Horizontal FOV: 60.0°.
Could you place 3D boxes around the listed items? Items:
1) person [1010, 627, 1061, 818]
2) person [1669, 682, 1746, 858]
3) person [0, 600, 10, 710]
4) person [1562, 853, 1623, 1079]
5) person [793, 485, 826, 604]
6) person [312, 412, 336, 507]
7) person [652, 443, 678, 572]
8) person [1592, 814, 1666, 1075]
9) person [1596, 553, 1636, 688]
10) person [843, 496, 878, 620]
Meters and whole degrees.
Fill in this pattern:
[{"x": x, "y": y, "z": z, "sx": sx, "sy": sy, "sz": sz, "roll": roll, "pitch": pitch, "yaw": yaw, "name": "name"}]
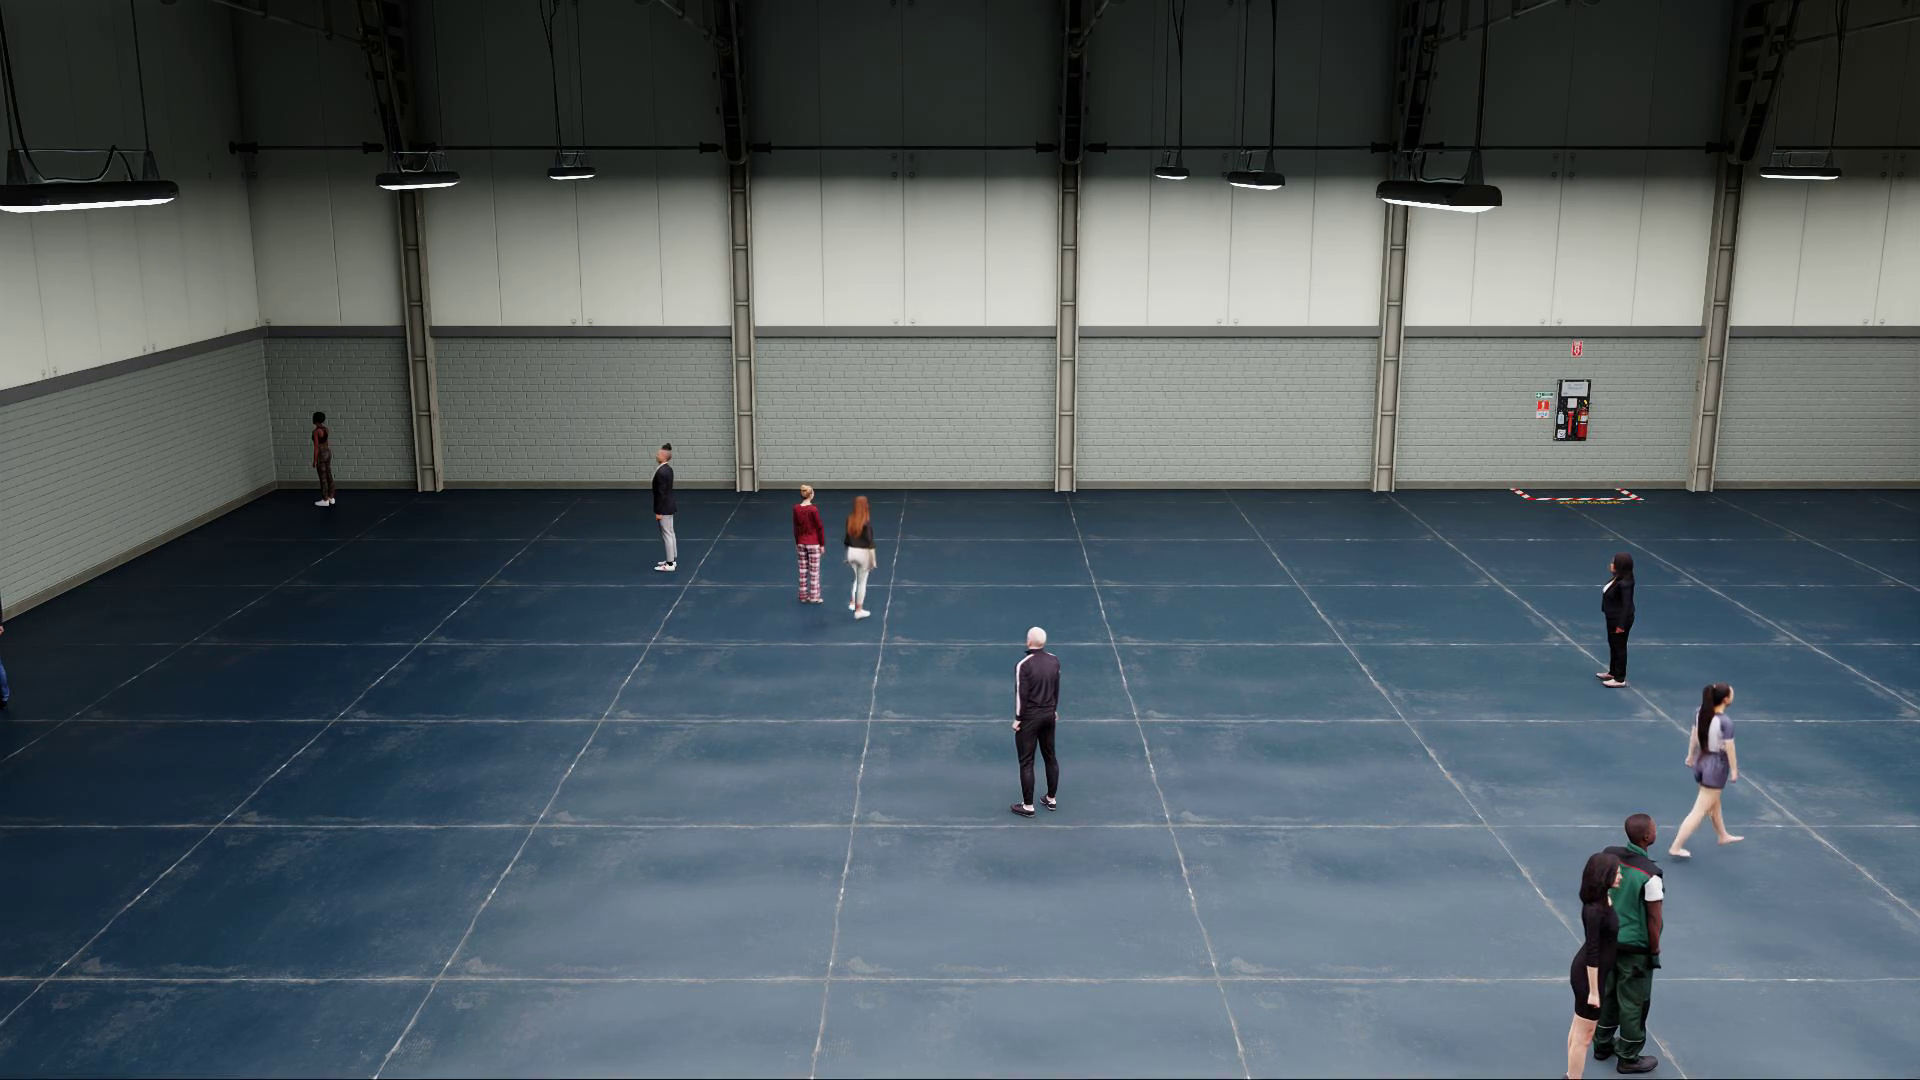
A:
[{"x": 0.739, "y": 1.720, "z": 15.853, "sx": 0.722, "sy": 1.837, "sz": 0.818, "roll": -9, "pitch": 16, "yaw": -35, "name": "person"}, {"x": 6.606, "y": 2.083, "z": 14.802, "sx": 1.109, "sy": 1.603, "sz": 0.762, "roll": -3, "pitch": 13, "yaw": -12, "name": "person"}, {"x": -11.080, "y": 1.017, "z": 18.770, "sx": 0.779, "sy": 1.892, "sz": 0.763, "roll": 9, "pitch": 16, "yaw": 35, "name": "person"}, {"x": 4.121, "y": 2.888, "z": 10.878, "sx": 0.618, "sy": 1.807, "sz": 0.652, "roll": 5, "pitch": 14, "yaw": 22, "name": "person"}, {"x": -2.125, "y": 0.048, "z": 23.384, "sx": 0.605, "sy": 1.697, "sz": 0.742, "roll": 7, "pitch": 15, "yaw": 27, "name": "person"}, {"x": -11.490, "y": -1.479, "z": 29.973, "sx": 0.592, "sy": 1.700, "sz": 0.620, "roll": 3, "pitch": 13, "yaw": 12, "name": "person"}, {"x": -4.471, "y": -0.513, "z": 25.262, "sx": 0.573, "sy": 1.943, "sz": 0.693, "roll": 0, "pitch": 13, "yaw": 1, "name": "person"}, {"x": 4.592, "y": 2.745, "z": 11.421, "sx": 0.754, "sy": 1.839, "sz": 0.773, "roll": -6, "pitch": 14, "yaw": -23, "name": "person"}, {"x": 7.822, "y": 0.935, "z": 19.734, "sx": 0.652, "sy": 1.617, "sz": 0.680, "roll": 2, "pitch": 13, "yaw": 7, "name": "person"}, {"x": -1.419, "y": 0.249, "z": 22.533, "sx": 0.706, "sy": 1.690, "sz": 0.781, "roll": 10, "pitch": 17, "yaw": 37, "name": "person"}]
